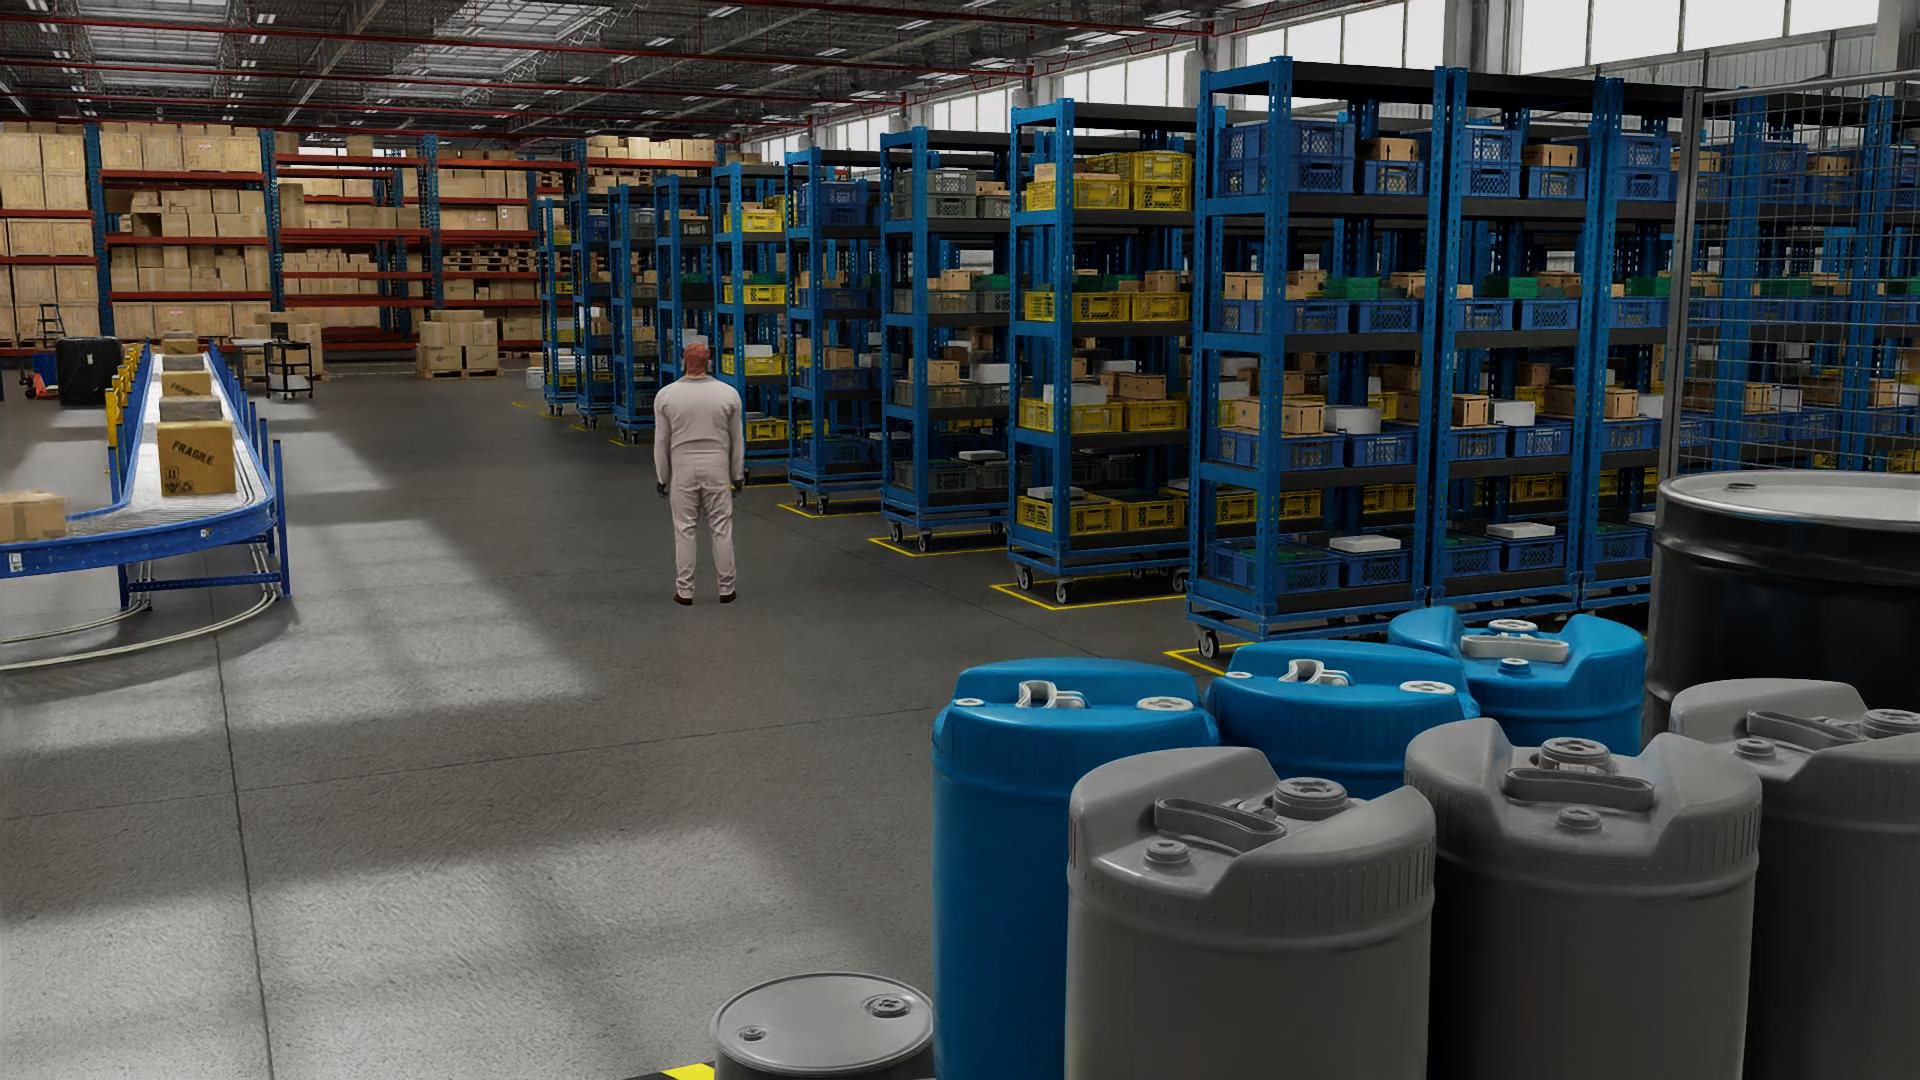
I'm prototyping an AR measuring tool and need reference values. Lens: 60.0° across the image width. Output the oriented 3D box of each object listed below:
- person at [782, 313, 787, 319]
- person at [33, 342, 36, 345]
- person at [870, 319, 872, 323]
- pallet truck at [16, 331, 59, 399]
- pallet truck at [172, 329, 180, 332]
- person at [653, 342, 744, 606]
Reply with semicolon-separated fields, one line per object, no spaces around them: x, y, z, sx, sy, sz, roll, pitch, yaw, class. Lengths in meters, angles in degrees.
-4.651;-5.977;45.956;0.608;1.987;0.401;-6;11;-32;person
-24.243;-5.457;43.802;0.284;1.632;0.502;8;12;42;person
-2.874;-6.771;51.646;0.552;1.718;0.880;-5;10;-27;person
-17.082;-3.353;31.781;1.630;1.274;0.653;-4;10;-25;pallet truck
-17.275;-3.851;35.096;1.601;1.201;0.680;0;9;1;pallet truck
-1.893;-0.478;12.069;0.643;1.908;0.399;-2;9;-13;person
